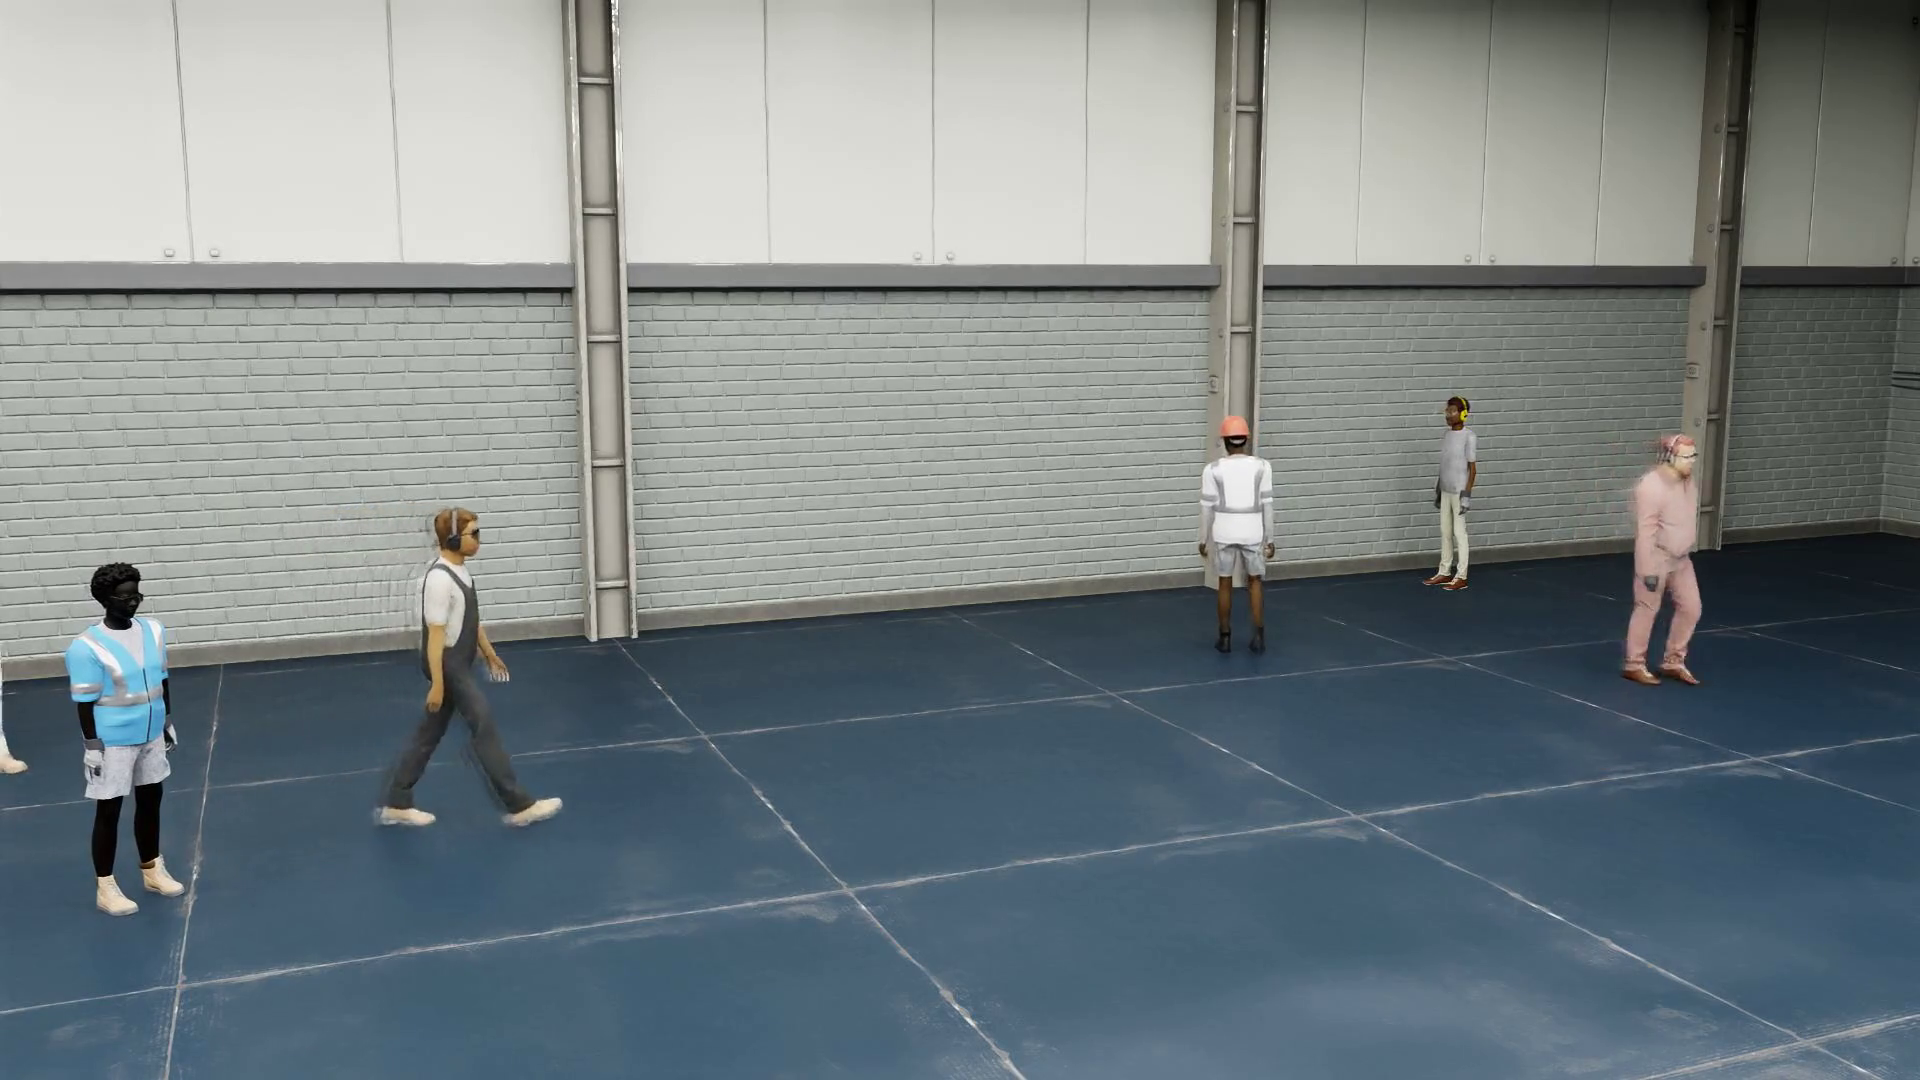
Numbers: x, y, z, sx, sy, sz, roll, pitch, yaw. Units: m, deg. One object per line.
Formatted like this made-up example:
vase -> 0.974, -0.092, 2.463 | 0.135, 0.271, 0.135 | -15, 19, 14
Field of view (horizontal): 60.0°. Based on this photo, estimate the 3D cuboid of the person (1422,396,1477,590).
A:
person -> 4.769, -0.455, 16.102 | 0.324, 1.875, 0.517 | -4, 10, -21

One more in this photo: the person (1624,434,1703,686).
person -> 5.219, 0.159, 12.197 | 0.676, 1.880, 0.648 | -7, 11, -35

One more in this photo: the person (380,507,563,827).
person -> -2.737, 0.709, 9.065 | 0.993, 1.798, 0.532 | -2, 9, -12

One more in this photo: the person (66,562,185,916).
person -> -3.986, 0.935, 7.950 | 0.321, 1.689, 0.530 | 3, 10, 20

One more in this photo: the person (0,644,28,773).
person -> -6.120, 0.532, 10.068 | 0.749, 1.820, 0.637 | 2, 9, 11

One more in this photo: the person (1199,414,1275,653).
person -> 2.215, -0.040, 13.326 | 0.599, 1.924, 0.408 | 1, 9, 5
